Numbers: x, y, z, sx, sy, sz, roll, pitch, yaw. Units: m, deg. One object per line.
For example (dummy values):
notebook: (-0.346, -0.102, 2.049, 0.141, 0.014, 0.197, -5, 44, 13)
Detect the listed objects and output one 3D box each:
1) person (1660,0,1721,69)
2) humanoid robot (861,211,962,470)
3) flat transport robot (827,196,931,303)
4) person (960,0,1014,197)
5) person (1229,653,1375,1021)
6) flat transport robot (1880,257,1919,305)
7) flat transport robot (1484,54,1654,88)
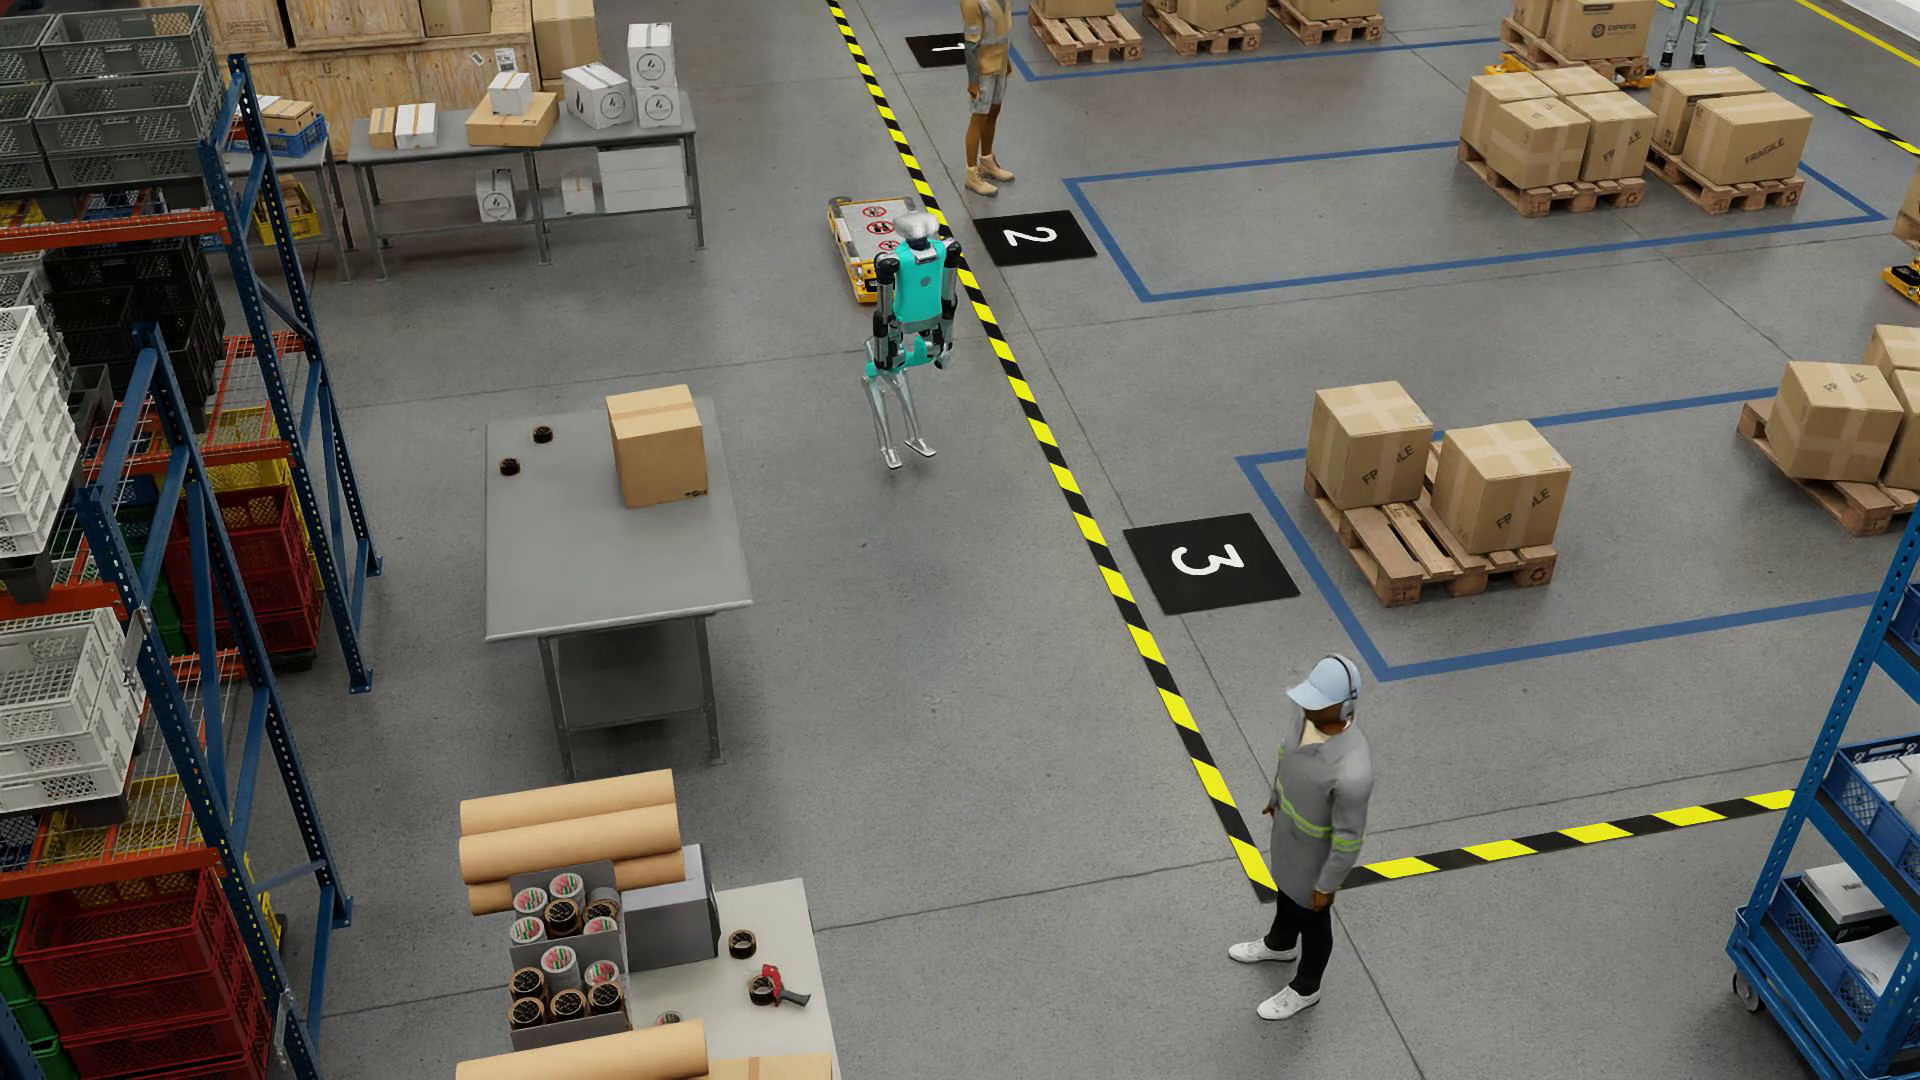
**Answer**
person: (6.903, -5.273, 15.335, 0.585, 1.826, 0.404, 7, 37, 9)
humanoid robot: (-0.361, -1.251, 9.889, 0.533, 1.681, 0.735, -19, 41, -23)
flat transport robot: (-0.570, -2.220, 12.538, 0.659, 0.231, 1.431, -8, 37, -10)
person: (0.252, -3.735, 13.091, 0.380, 2.039, 0.614, 18, 40, 23)
person: (1.372, 1.178, 6.643, 0.363, 1.852, 0.596, -8, 37, -10)
flat transport robot: (7.561, -1.920, 12.110, 1.431, 0.197, 0.652, -8, 37, -10)
flat transport robot: (5.666, -4.356, 15.385, 1.431, 0.197, 0.652, -8, 37, -10)
